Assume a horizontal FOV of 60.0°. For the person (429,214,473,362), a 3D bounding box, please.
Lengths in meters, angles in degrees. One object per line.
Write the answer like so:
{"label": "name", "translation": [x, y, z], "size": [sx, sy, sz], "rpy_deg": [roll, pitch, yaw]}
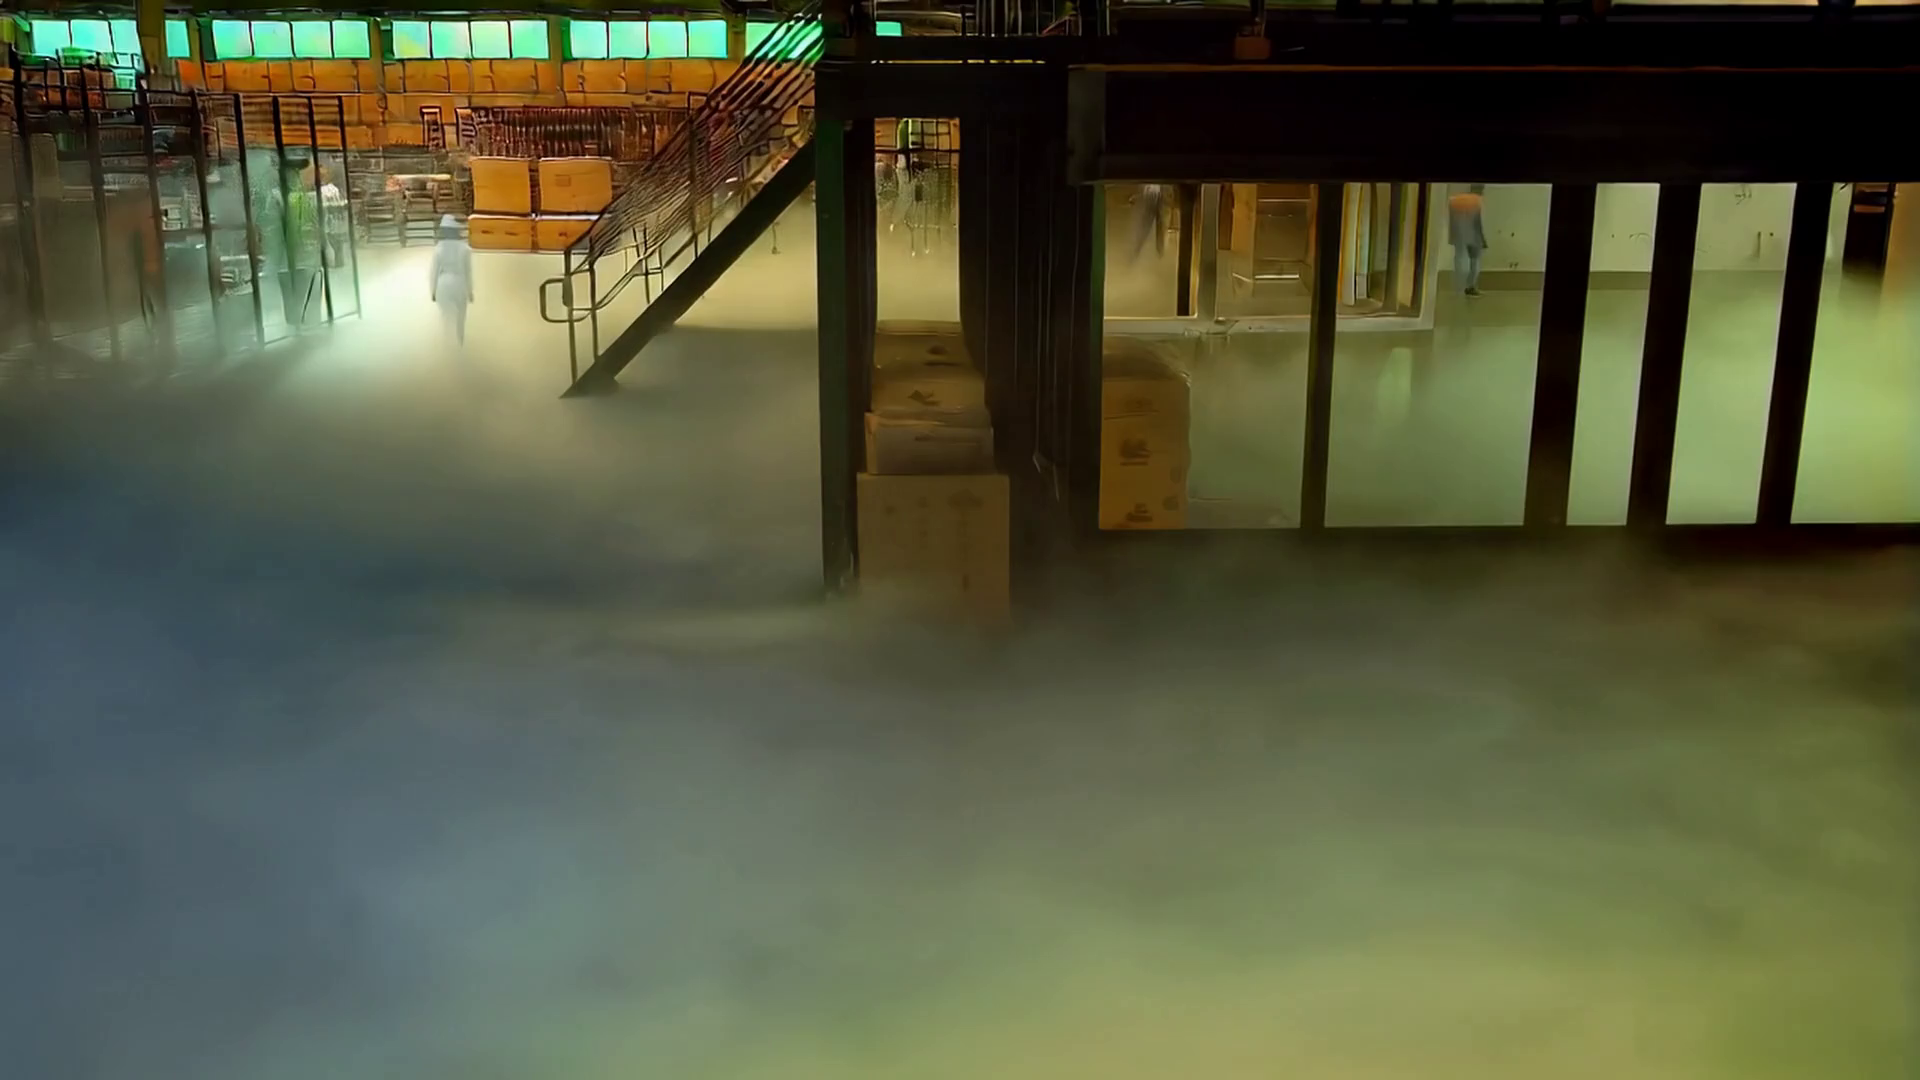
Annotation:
{"label": "person", "translation": [-5.942, -2.955, 19.505], "size": [0.493, 1.711, 0.810], "rpy_deg": [-7, 16, -26]}

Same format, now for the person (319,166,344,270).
{"label": "person", "translation": [-12.011, -6.141, 31.745], "size": [0.380, 1.959, 0.603], "rpy_deg": [-2, 14, -9]}

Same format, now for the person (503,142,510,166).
{"label": "person", "translation": [-24.337, -20.456, 89.218], "size": [0.593, 1.832, 0.403], "rpy_deg": [11, 18, 37]}

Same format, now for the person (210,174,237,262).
{"label": "person", "translation": [-14.863, -6.478, 33.490], "size": [0.383, 1.754, 0.543], "rpy_deg": [2, 14, 6]}

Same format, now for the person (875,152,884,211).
{"label": "person", "translation": [-2.746, -11.376, 52.848], "size": [0.646, 1.874, 0.880], "rpy_deg": [2, 14, 9]}

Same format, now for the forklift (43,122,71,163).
{"label": "forklift", "translation": [-38.538, -16.443, 71.051], "size": [1.129, 2.768, 1.873], "rpy_deg": [-1, 14, -3]}

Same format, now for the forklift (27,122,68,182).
{"label": "forklift", "translation": [-35.376, -14.773, 64.377], "size": [1.129, 2.768, 1.873], "rpy_deg": [-1, 14, -2]}

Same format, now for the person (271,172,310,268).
{"label": "person", "translation": [-12.695, -6.027, 31.489], "size": [0.590, 1.875, 1.002], "rpy_deg": [-10, 17, -34]}

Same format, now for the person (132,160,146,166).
{"label": "person", "translation": [-33.772, -15.227, 68.507], "size": [0.588, 1.733, 0.417], "rpy_deg": [-7, 16, -27]}

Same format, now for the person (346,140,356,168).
{"label": "person", "translation": [-31.623, -19.786, 86.376], "size": [0.861, 1.918, 0.603], "rpy_deg": [6, 15, 22]}

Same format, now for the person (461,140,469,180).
{"label": "person", "translation": [-24.396, -18.670, 81.794], "size": [0.564, 1.980, 0.620], "rpy_deg": [-3, 14, -10]}
